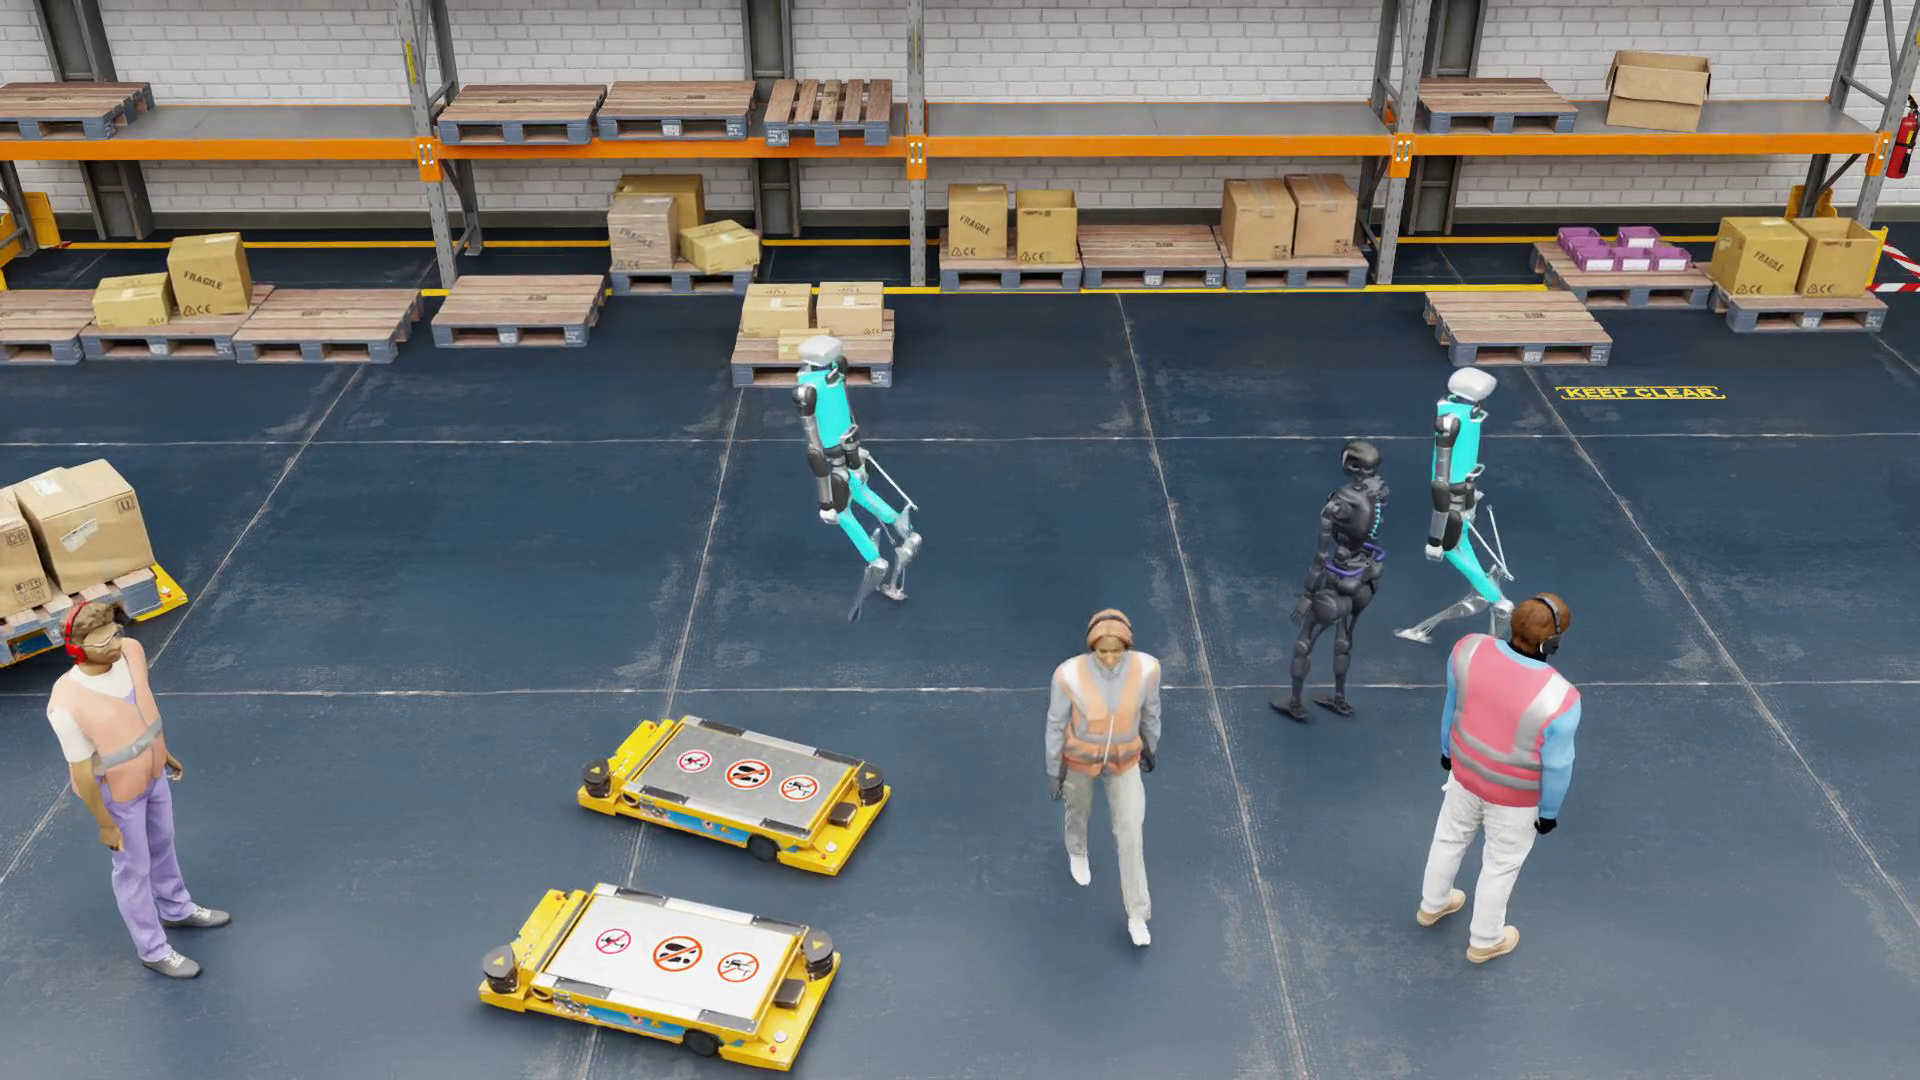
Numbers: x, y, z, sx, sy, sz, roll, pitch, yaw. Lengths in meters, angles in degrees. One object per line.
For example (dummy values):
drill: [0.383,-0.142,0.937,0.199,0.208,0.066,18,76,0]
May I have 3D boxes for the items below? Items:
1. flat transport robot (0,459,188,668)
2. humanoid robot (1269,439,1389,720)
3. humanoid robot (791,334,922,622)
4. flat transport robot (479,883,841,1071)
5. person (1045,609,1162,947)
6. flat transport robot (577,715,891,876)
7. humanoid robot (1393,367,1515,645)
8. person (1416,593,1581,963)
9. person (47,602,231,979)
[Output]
flat transport robot: [-5.356,0.432,9.691,1.431,0.231,0.659,-25,39,-35]
humanoid robot: [1.972,0.199,8.705,0.589,1.650,0.400,-26,40,-36]
humanoid robot: [-0.507,-0.257,9.479,0.814,1.831,0.530,10,32,17]
flat transport robot: [-1.307,1.879,7.282,1.431,0.231,0.659,8,32,14]
person: [0.645,1.043,7.384,0.536,1.595,0.823,-2,31,-4]
flat transport robot: [-1.132,1.244,8.339,1.431,0.231,0.659,12,33,19]
humanoid robot: [2.890,-0.038,9.090,0.897,1.791,0.553,19,36,28]
person: [2.344,1.021,7.201,0.431,1.835,0.628,-22,37,-32]
person: [-3.563,1.052,7.136,0.394,1.837,0.562,2,31,4]
